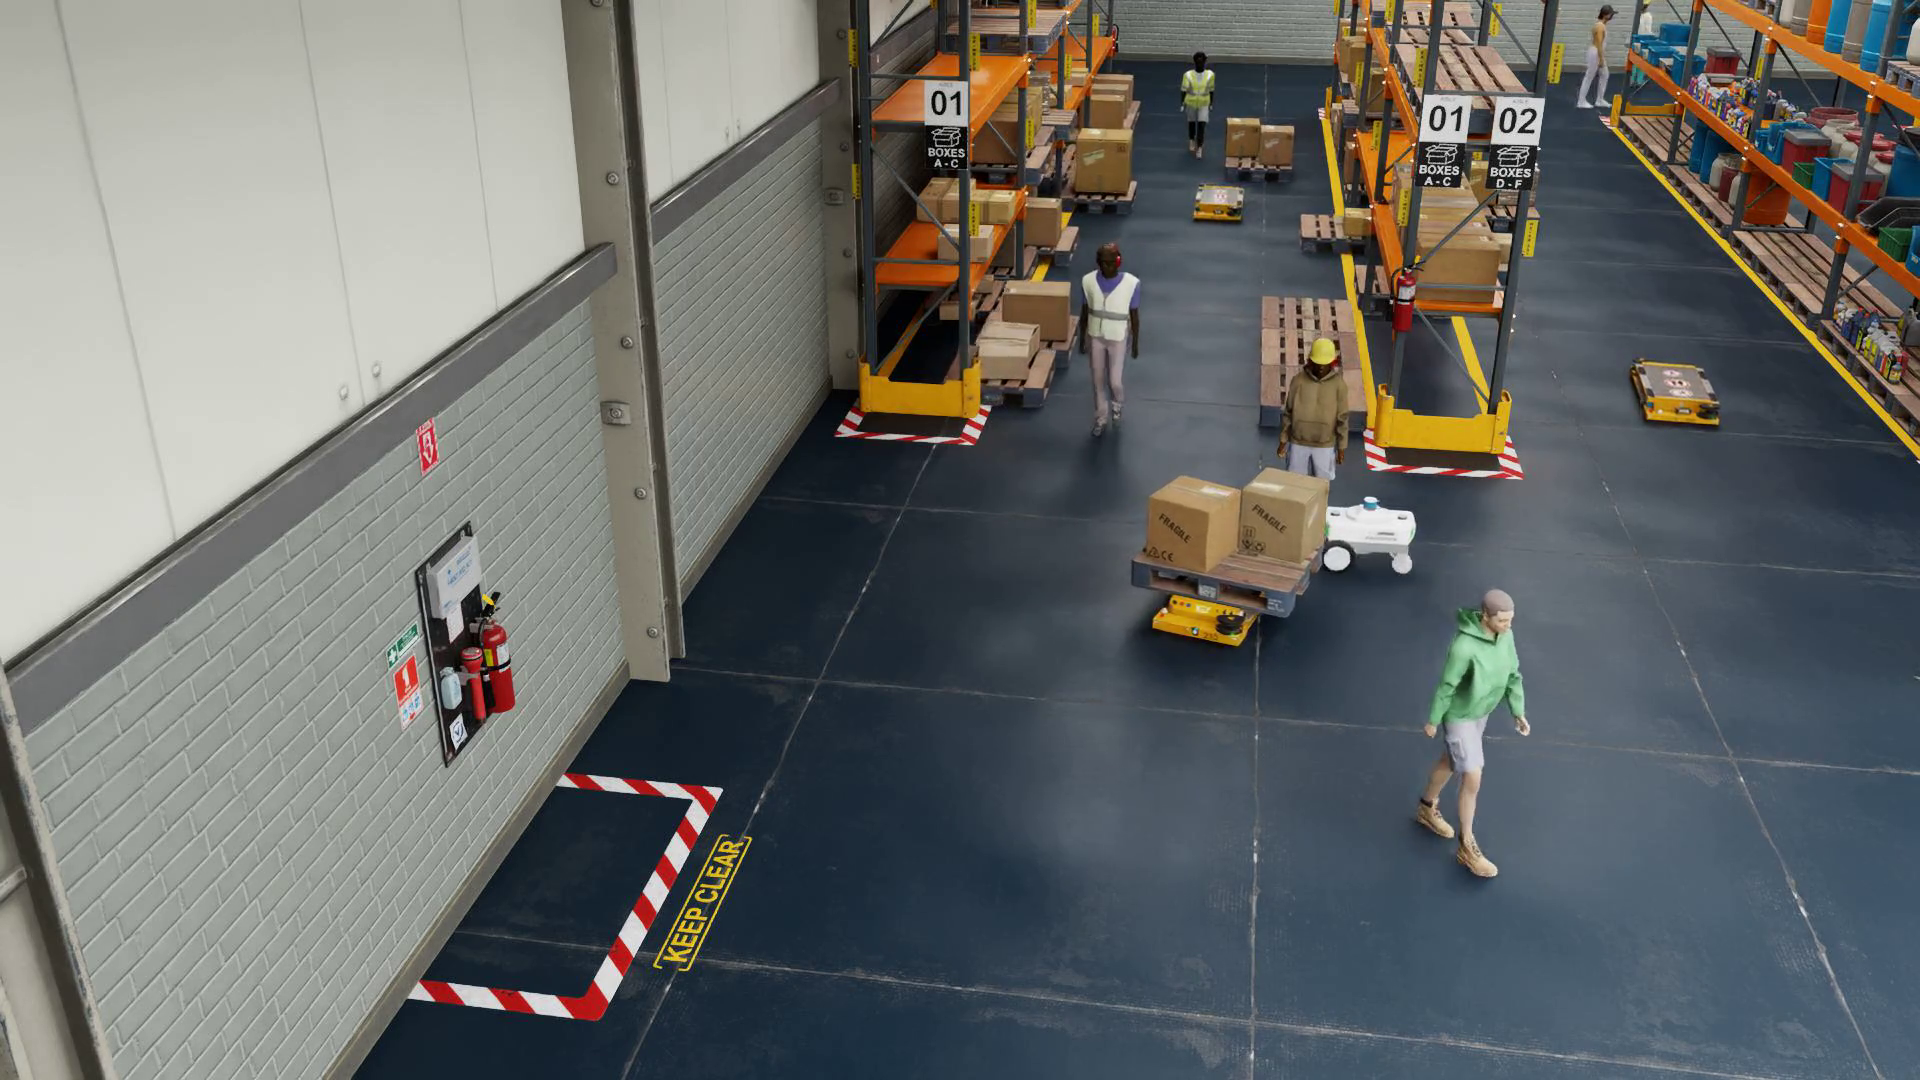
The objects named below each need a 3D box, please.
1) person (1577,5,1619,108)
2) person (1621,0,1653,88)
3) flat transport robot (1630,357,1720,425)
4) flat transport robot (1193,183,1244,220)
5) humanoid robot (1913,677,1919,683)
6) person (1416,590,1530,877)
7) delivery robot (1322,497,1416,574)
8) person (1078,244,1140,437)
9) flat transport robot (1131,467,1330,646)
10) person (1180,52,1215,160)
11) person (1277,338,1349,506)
[{"bbox_3d":[11.736,-8.792,30.313,0.746,1.837,0.559,11,27,22],"label":"person"},{"bbox_3d":[13.099,-9.636,32.226,0.634,1.741,0.549,-3,25,-5],"label":"person"},{"bbox_3d":[7.093,-1.483,16.532,0.659,0.231,1.431,6,26,13],"label":"flat transport robot"},{"bbox_3d":[3.684,-4.793,23.615,0.659,0.231,1.431,4,25,9],"label":"flat transport robot"},{"bbox_3d":[7.045,0.326,10.979,1.042,1.757,0.541,4,25,9],"label":"humanoid robot"},{"bbox_3d":[2.949,1.054,9.415,0.476,1.698,0.810,-18,31,-34],"label":"person"},{"bbox_3d":[3.185,-0.048,13.126,0.775,0.596,0.499,3,25,7],"label":"delivery robot"},{"bbox_3d":[1.378,-1.862,15.490,0.580,1.828,0.459,11,27,22],"label":"person"},{"bbox_3d":[2.005,0.365,12.577,0.659,0.231,1.431,12,27,23],"label":"flat transport robot"},{"bbox_3d":[3.803,-7.001,26.705,0.541,1.652,0.881,3,25,5],"label":"person"},{"bbox_3d":[2.821,-0.787,13.287,0.541,1.757,0.414,8,26,16],"label":"person"}]
